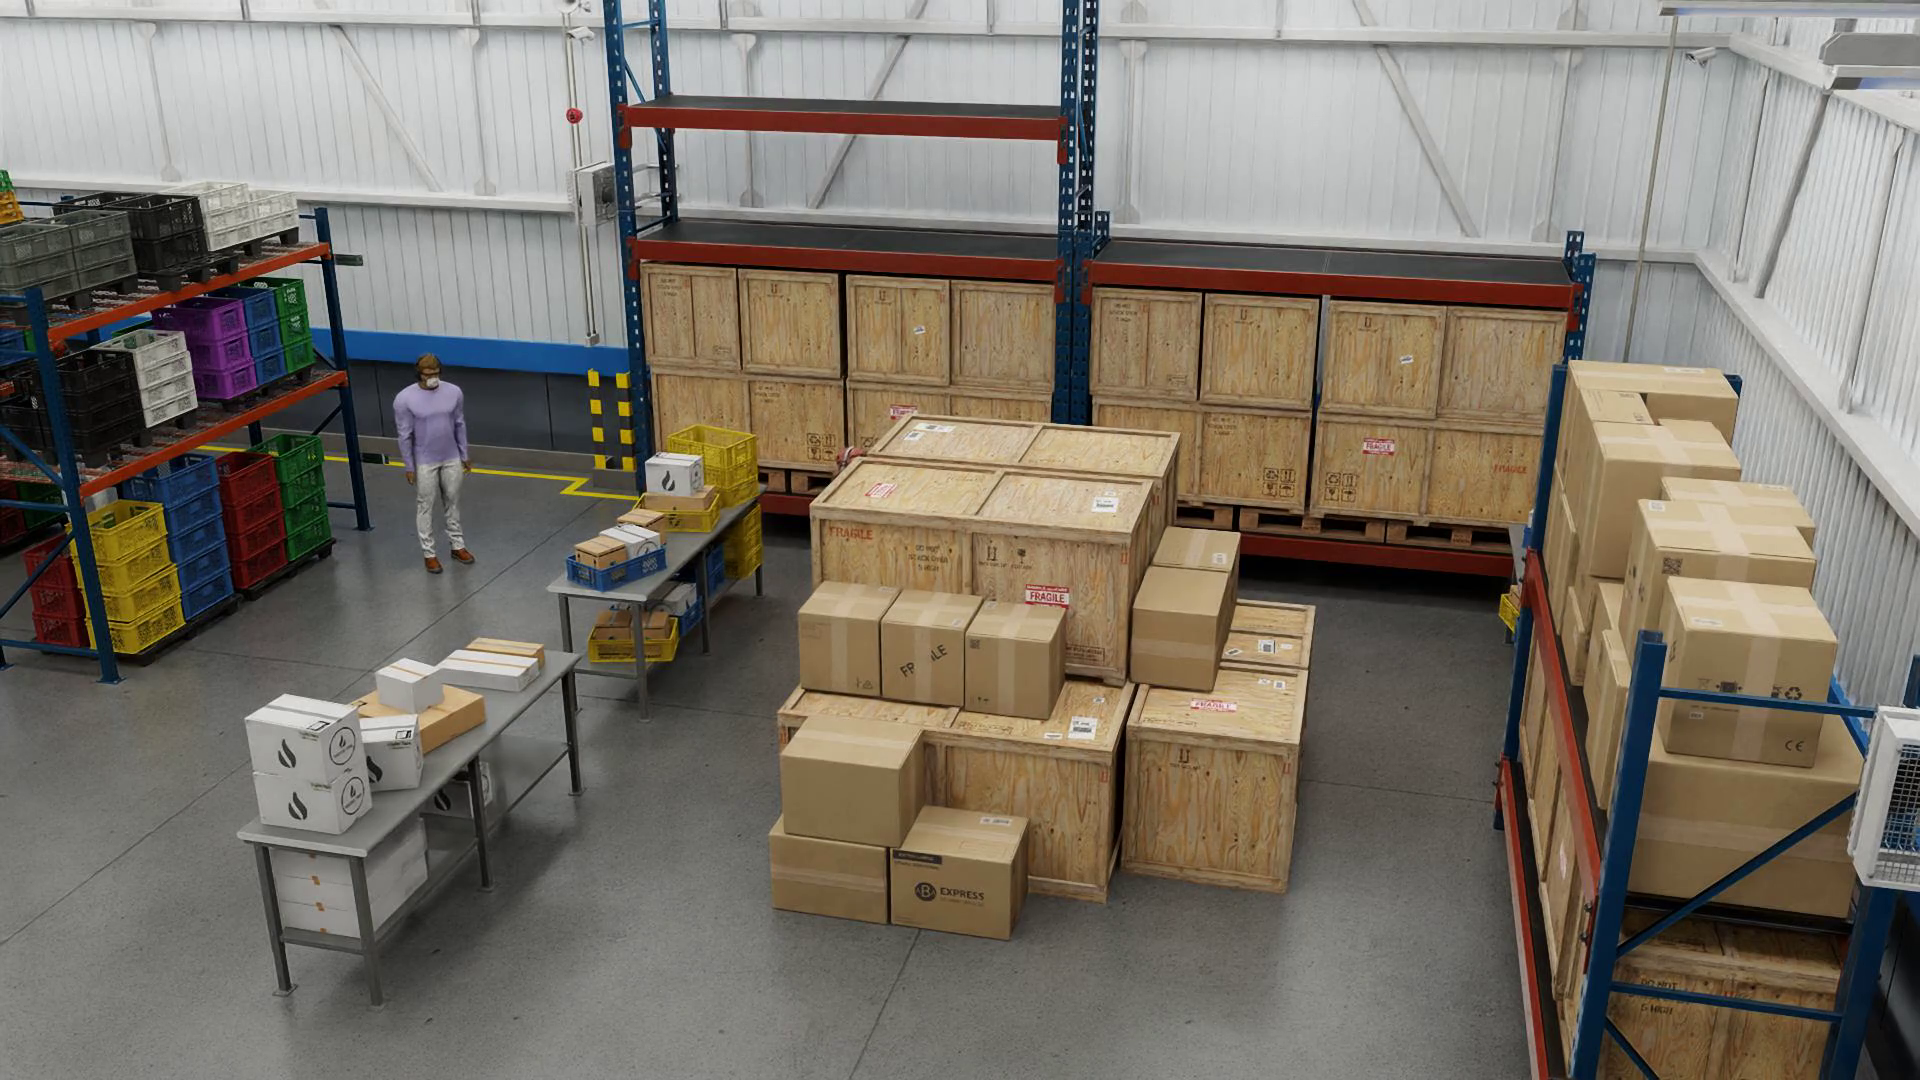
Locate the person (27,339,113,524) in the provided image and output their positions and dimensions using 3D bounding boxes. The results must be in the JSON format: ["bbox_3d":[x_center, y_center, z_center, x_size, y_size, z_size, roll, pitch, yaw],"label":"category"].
[{"bbox_3d":[-8.119,-0.940,15.225,0.574,1.883,0.355,-5,22,-13],"label":"person"}]

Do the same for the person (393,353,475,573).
[{"bbox_3d":[-4.561,-0.690,14.497,0.631,1.938,0.369,-18,28,-39],"label":"person"}]
